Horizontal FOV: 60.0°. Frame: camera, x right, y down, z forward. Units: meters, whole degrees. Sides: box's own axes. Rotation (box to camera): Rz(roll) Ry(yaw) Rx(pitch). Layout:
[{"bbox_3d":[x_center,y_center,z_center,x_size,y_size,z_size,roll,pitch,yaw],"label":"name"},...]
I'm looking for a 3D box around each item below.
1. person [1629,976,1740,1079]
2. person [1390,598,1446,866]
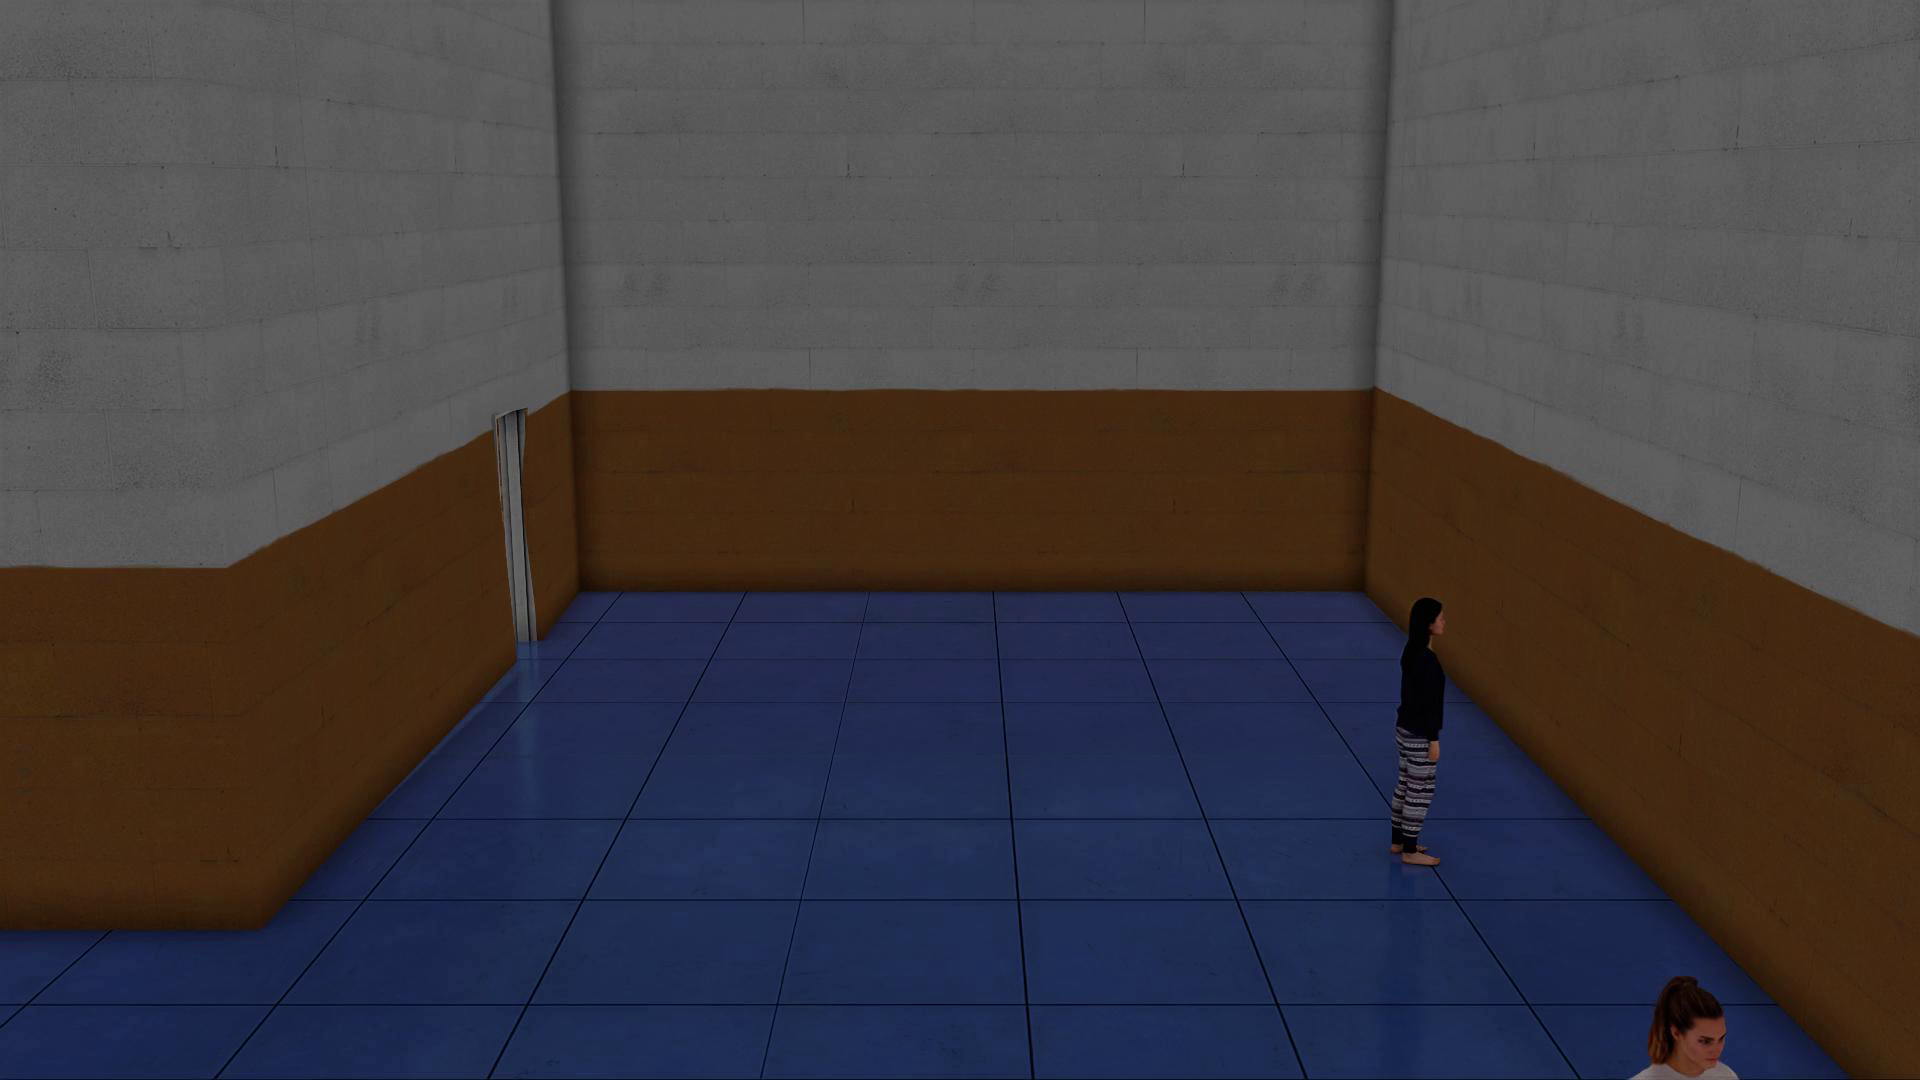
[{"bbox_3d":[2.377,2.284,5.565,0.558,1.723,0.729,-4,12,-17],"label":"person"},{"bbox_3d":[2.933,1.209,10.642,0.532,1.734,0.622,-1,12,-4],"label":"person"}]
